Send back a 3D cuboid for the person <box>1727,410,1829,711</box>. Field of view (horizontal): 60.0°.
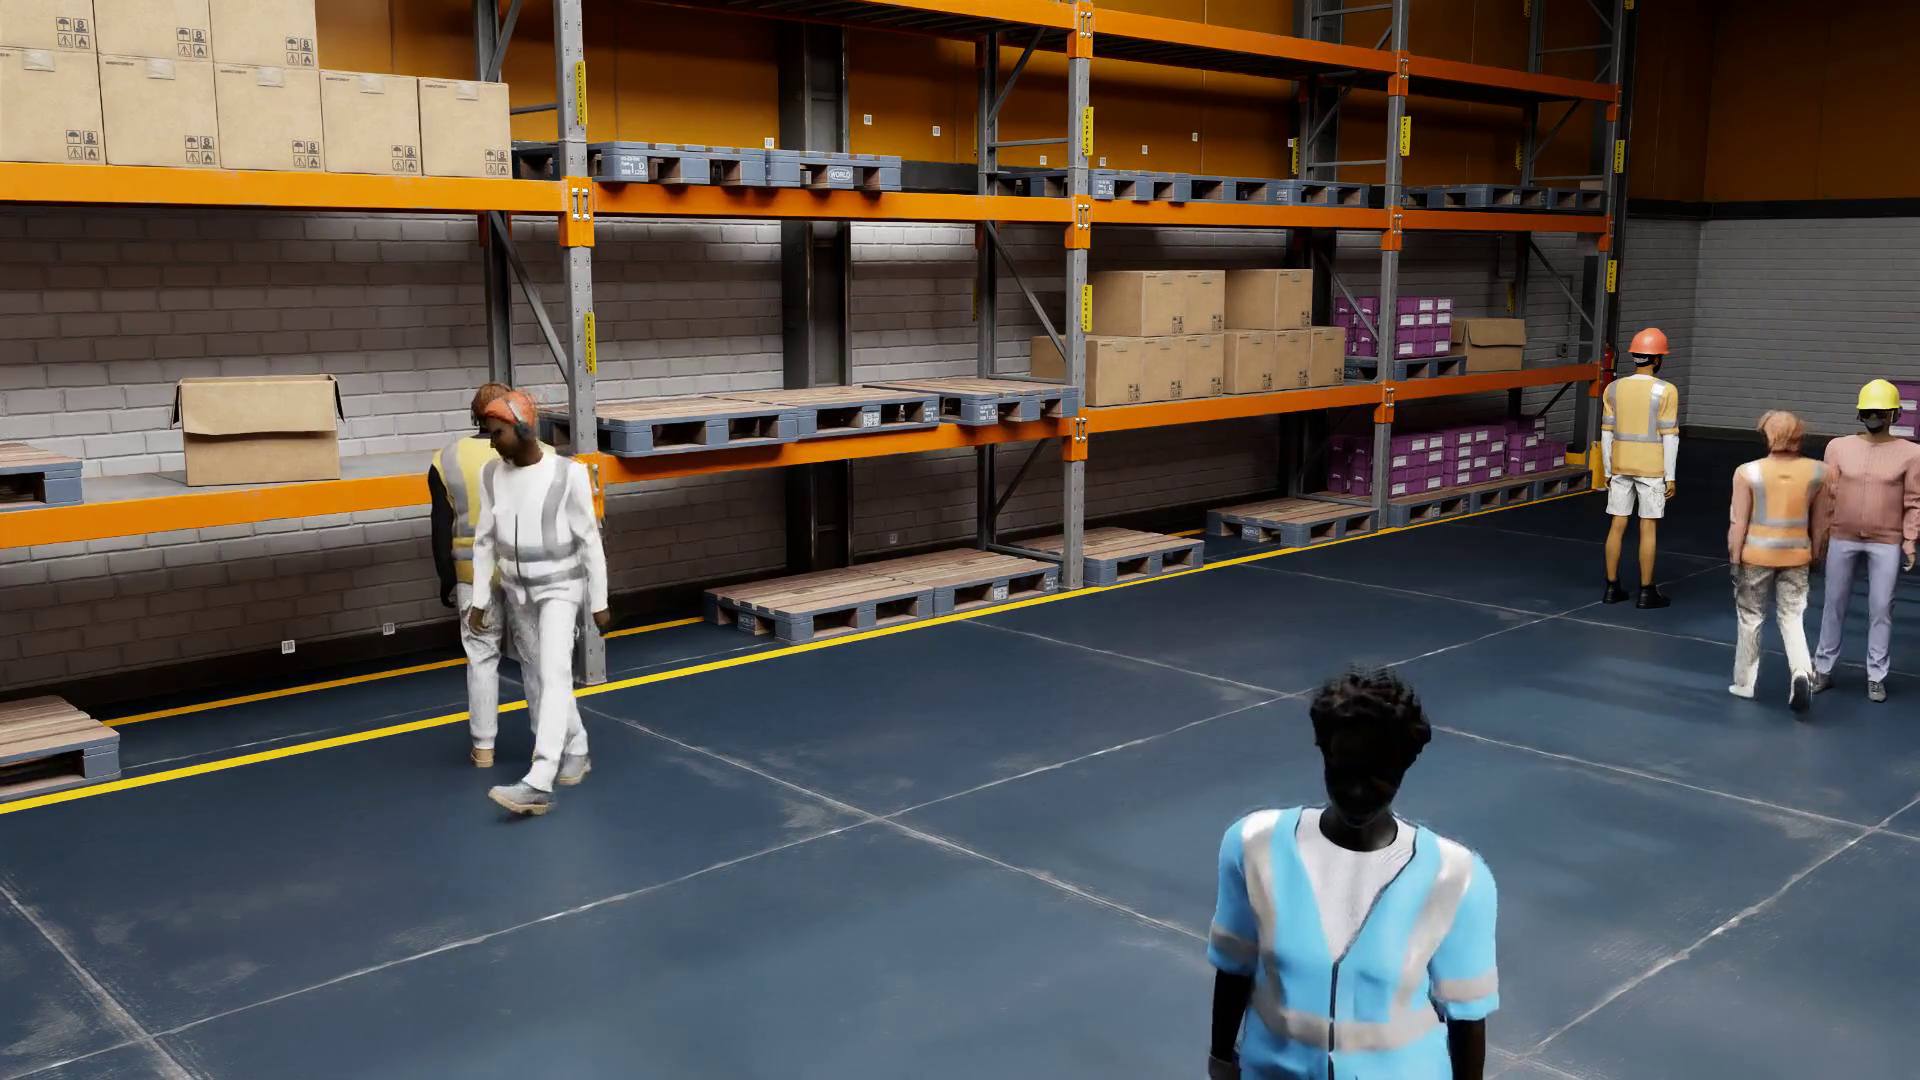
[{"bbox_3d":[4.376,0.116,8.899,0.518,1.619,0.636,1,10,7],"label":"person"}]

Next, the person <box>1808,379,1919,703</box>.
[{"bbox_3d":[4.964,0.004,9.116,0.523,1.769,0.319,7,12,36],"label":"person"}]

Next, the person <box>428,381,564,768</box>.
[{"bbox_3d":[-2.185,0.168,7.943,0.624,1.844,0.430,-2,10,-12],"label":"person"}]

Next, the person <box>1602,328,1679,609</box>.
[{"bbox_3d":[4.714,-0.492,11.524,0.358,1.938,0.542,-8,13,-39],"label":"person"}]

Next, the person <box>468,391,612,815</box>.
[{"bbox_3d":[-1.893,0.262,7.403,0.596,1.835,0.873,4,11,24],"label":"person"}]

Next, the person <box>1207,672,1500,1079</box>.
[{"bbox_3d":[0.728,1.058,3.156,0.551,1.685,0.406,4,10,20],"label":"person"}]
